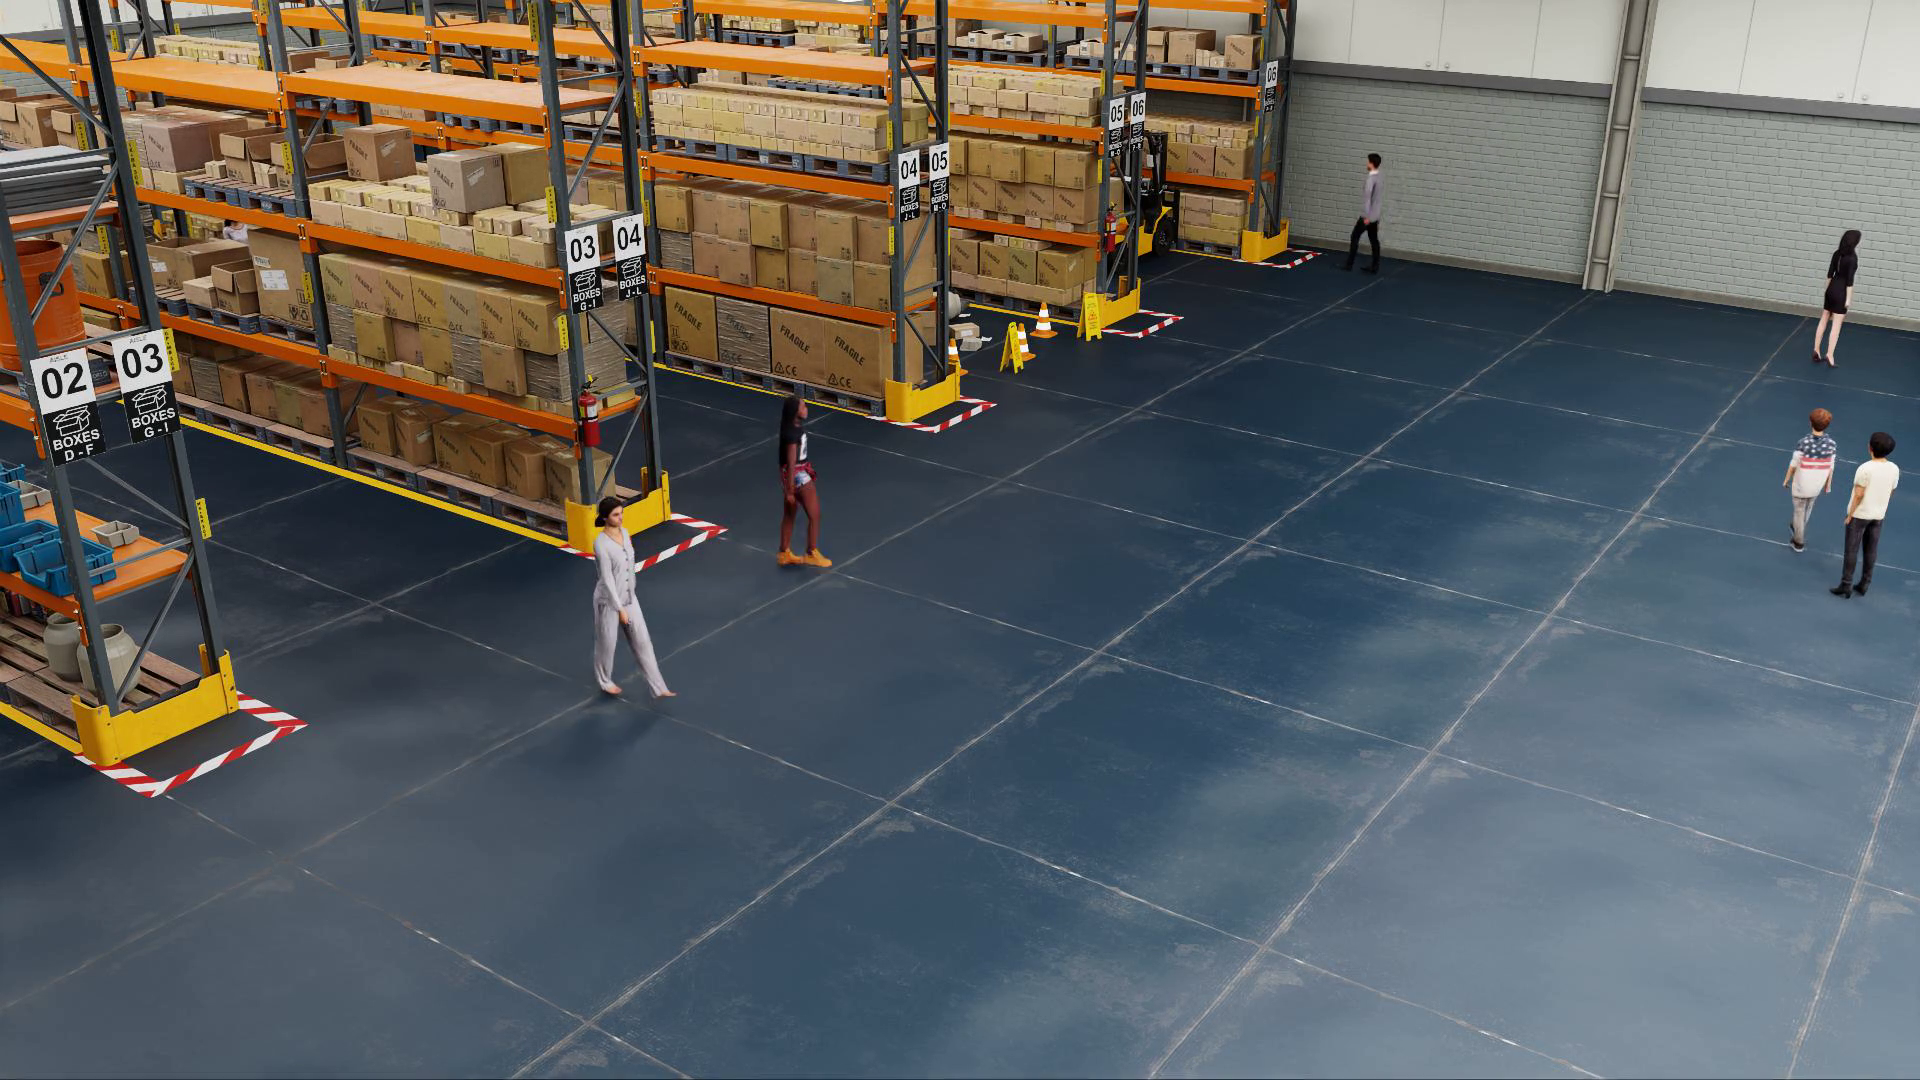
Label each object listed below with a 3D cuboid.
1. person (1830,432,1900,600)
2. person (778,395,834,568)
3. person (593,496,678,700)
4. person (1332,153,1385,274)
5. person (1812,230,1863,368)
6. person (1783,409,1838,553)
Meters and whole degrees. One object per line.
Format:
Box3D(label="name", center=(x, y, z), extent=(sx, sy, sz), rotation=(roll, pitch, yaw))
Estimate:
Box3D(label="person", center=(8.328, -0.227, 15.281), extent=(0.640, 1.588, 0.695), rotation=(-4, 23, -10))
Box3D(label="person", center=(-1.651, -0.535, 15.847), extent=(0.902, 1.712, 0.837), rotation=(-3, 23, -7))
Box3D(label="person", center=(-2.852, 0.486, 13.413), extent=(1.009, 1.737, 0.611), rotation=(14, 27, 29))
Box3D(label="person", center=(6.621, -5.177, 26.522), extent=(0.937, 1.901, 0.751), rotation=(14, 27, 30))
Box3D(label="person", center=(11.610, -3.207, 22.013), extent=(0.701, 1.804, 0.645), rotation=(-3, 23, -8))
Box3D(label="person", center=(8.345, -0.568, 16.293), extent=(0.819, 1.423, 0.819), rotation=(2, 23, 4))
